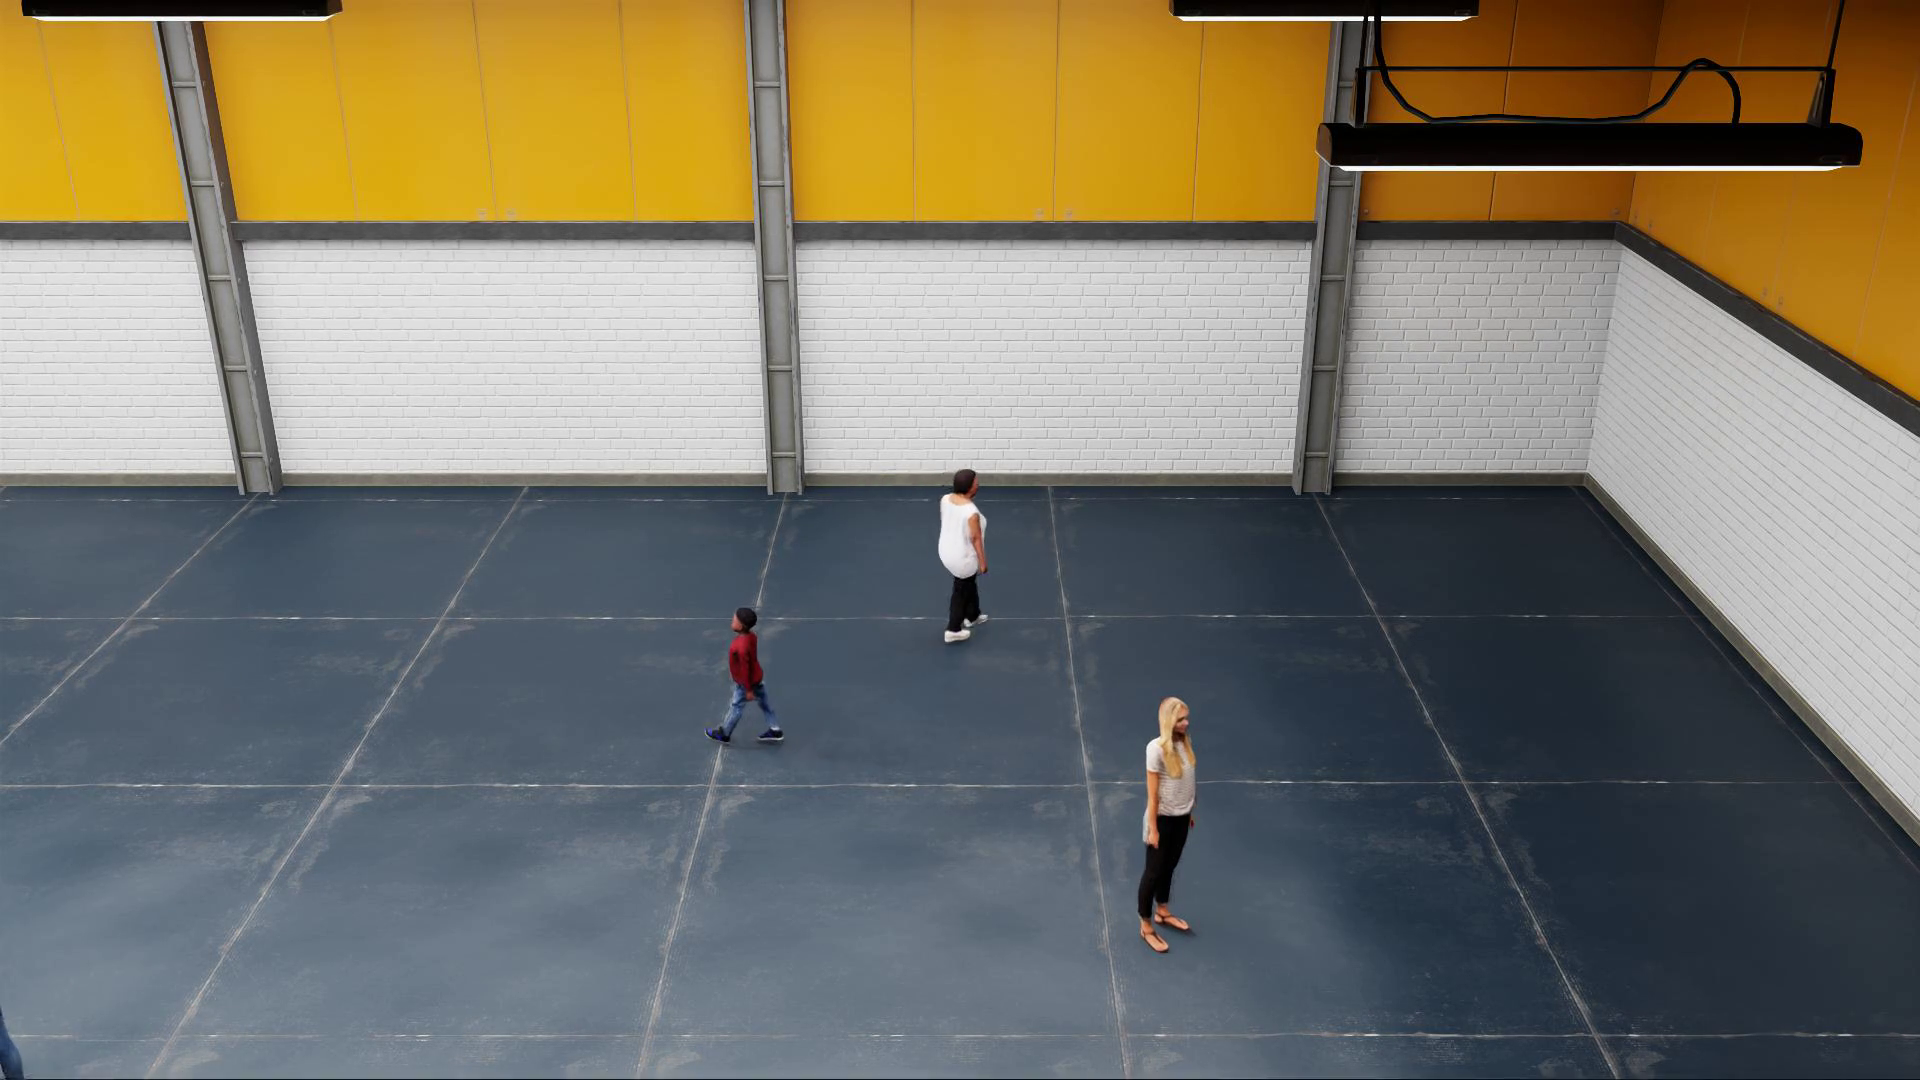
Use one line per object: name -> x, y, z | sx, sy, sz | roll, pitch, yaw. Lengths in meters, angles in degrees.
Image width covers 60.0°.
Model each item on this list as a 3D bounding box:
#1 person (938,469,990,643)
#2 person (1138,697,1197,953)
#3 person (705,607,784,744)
person -> -0.033, 0.160, 15.246 | 0.955, 1.666, 0.872 | -14, 27, -30
person -> 1.372, 1.862, 11.151 | 0.724, 1.827, 0.685 | 18, 30, 36
person -> -1.663, 1.131, 13.568 | 0.887, 1.230, 0.597 | 4, 24, 8
